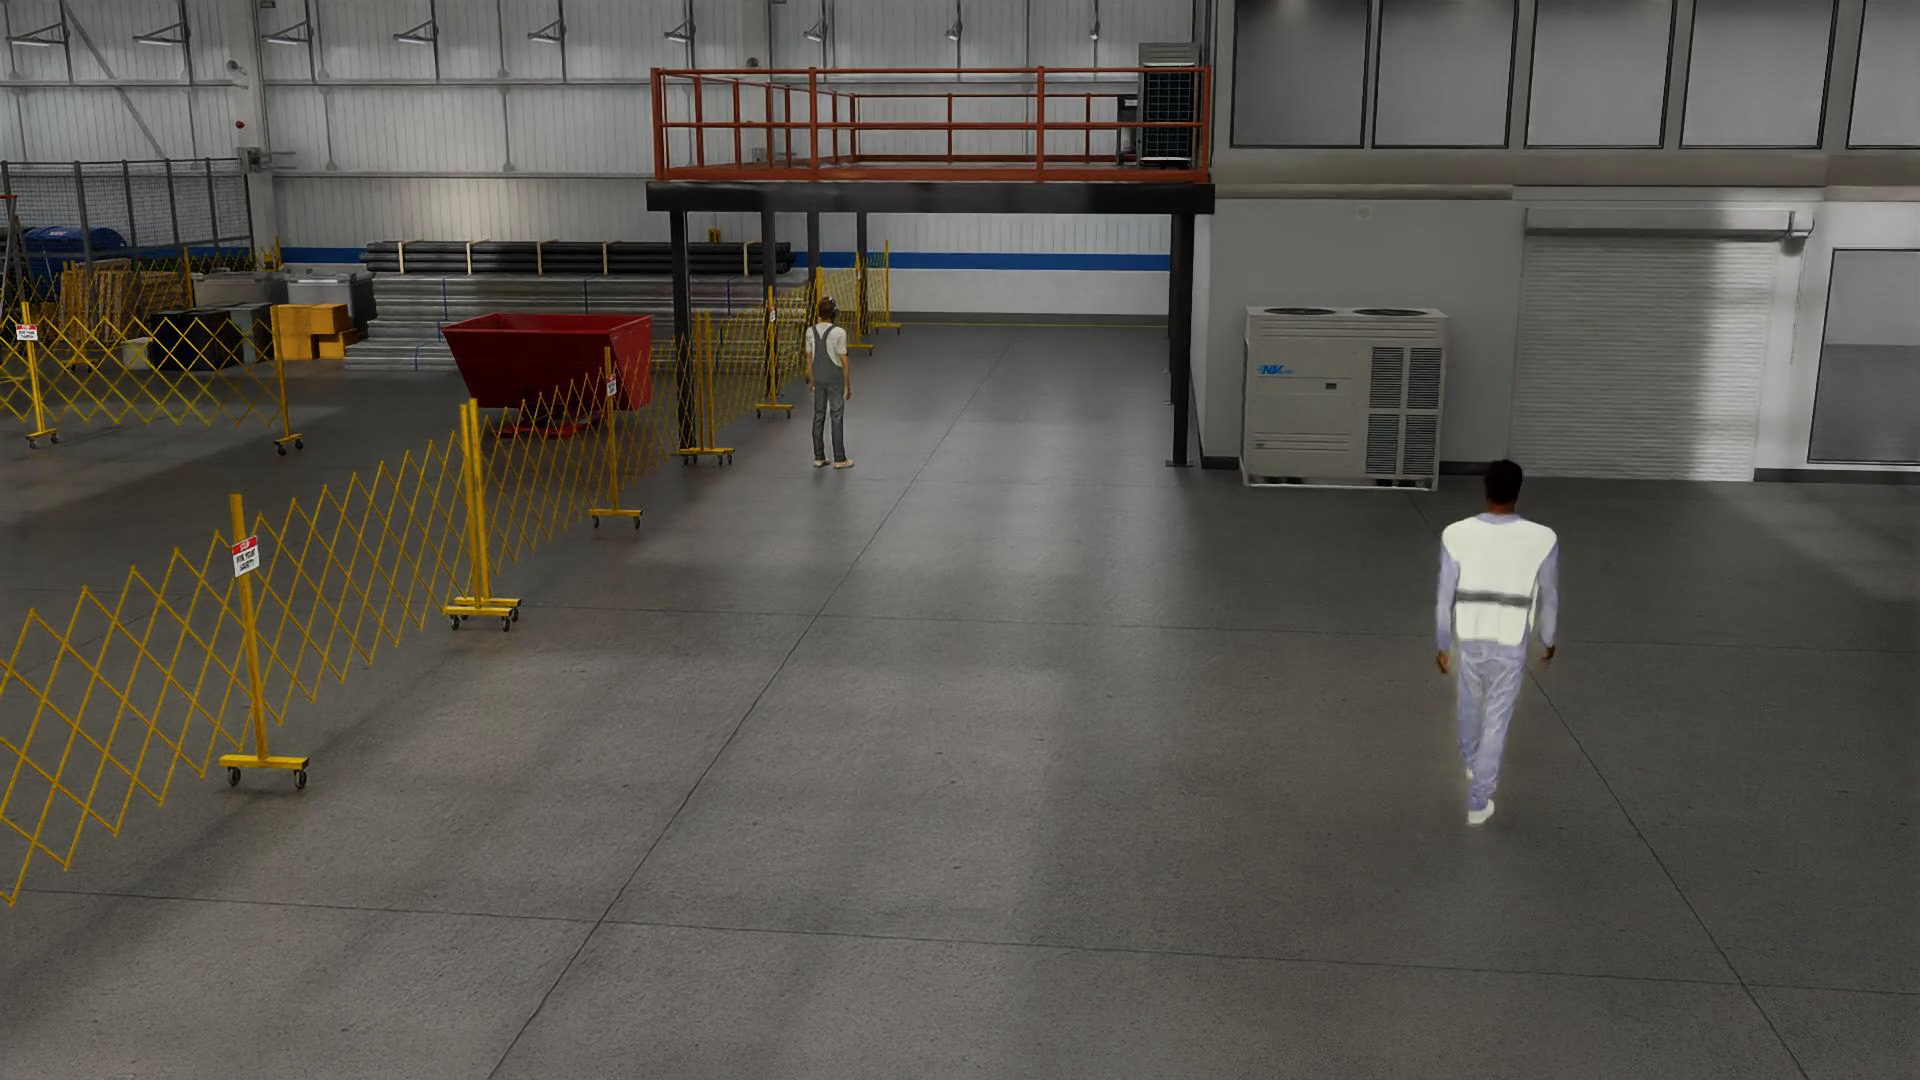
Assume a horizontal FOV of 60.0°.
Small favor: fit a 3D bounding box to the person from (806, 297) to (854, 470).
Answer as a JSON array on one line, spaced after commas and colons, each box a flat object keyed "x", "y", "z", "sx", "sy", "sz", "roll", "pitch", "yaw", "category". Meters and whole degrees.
[{"x": -1.396, "y": -1.672, "z": 17.782, "sx": 0.508, "sy": 1.847, "sz": 0.345, "roll": 6, "pitch": 15, "yaw": 25, "category": "person"}]

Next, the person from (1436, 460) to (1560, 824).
[{"x": 2.872, "y": 0.496, "z": 8.876, "sx": 0.598, "sy": 1.868, "sz": 0.987, "roll": 7, "pitch": 15, "yaw": 27, "category": "person"}]
